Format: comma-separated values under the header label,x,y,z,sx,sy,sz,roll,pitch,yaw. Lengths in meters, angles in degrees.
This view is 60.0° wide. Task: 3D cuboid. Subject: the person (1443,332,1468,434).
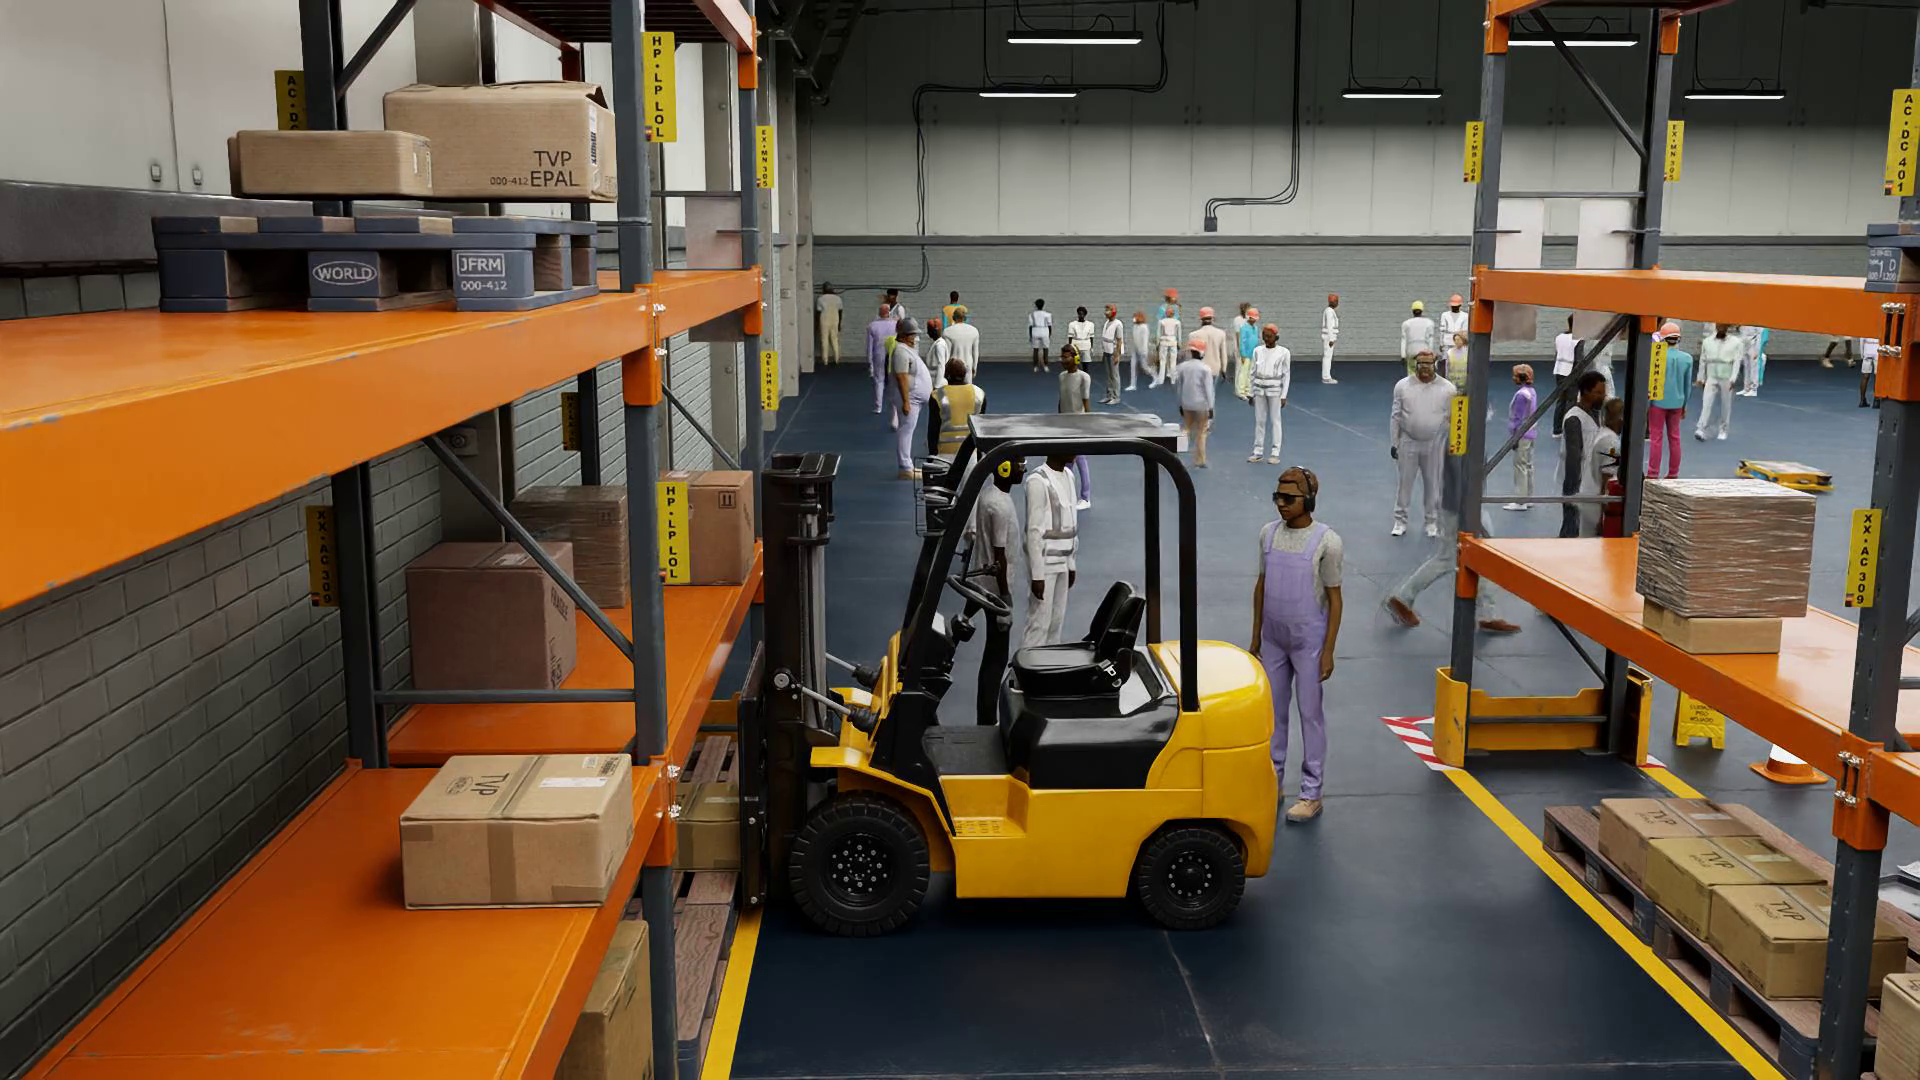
label,x,y,z,sx,sy,sz,roll,pitch,yaw
person,7.800,-2.442,25.904,0.529,1.597,0.850,9,13,40

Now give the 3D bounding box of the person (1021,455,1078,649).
label,x,y,z,sx,sy,sz,roll,pitch,yaw
person,0.580,0.170,10.588,0.349,1.877,0.576,5,11,26

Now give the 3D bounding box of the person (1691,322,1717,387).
label,x,y,z,sx,sy,sz,roll,pitch,yaw
person,15.496,-4.100,34.283,0.674,1.904,0.675,3,10,14

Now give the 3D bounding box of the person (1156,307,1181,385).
label,x,y,z,sx,sy,sz,roll,pitch,yaw
person,4.370,-4.063,34.836,0.523,1.632,0.314,0,10,-2

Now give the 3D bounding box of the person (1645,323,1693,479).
label,x,y,z,sx,sy,sz,roll,pitch,yaw
person,8.692,-1.672,20.501,0.622,1.993,0.383,-2,10,-10

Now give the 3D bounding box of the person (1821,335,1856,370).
label,x,y,z,sx,sy,sz,roll,pitch,yaw
person,20.789,-5.004,39.146,0.672,1.968,1.083,-2,10,-12

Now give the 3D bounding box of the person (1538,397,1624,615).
label,x,y,z,sx,sy,sz,roll,pitch,yaw
person,5.015,-0.225,13.047,0.809,1.785,0.523,1,10,3

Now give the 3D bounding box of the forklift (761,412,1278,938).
label,x,y,z,sx,sy,sz,roll,pitch,yaw
forklift,0.291,0.548,7.580,2.313,2.155,1.214,0,10,-2

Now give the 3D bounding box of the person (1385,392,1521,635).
label,x,y,z,sx,sy,sz,roll,pitch,yaw
person,3.794,-0.227,12.725,0.966,1.905,0.643,4,11,23

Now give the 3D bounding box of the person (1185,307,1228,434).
label,x,y,z,sx,sy,sz,roll,pitch,yaw
person,3.816,-2.668,26.142,0.639,1.960,0.879,-2,10,-13

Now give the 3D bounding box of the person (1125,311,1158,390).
label,x,y,z,sx,sy,sz,roll,pitch,yaw
person,3.689,-3.832,33.618,0.671,1.607,0.514,-6,12,-29

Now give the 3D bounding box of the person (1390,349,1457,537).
label,x,y,z,sx,sy,sz,roll,pitch,yaw
person,4.687,-0.979,16.885,0.638,1.910,0.407,3,11,15

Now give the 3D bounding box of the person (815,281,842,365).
label,x,y,z,sx,sy,sz,roll,pitch,yaw
person,-3.238,-5.295,40.557,0.688,2.000,0.536,-6,12,-31

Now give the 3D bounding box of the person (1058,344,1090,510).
label,x,y,z,sx,sy,sz,roll,pitch,yaw
person,1.263,-1.265,18.633,0.328,1.861,0.505,-8,13,-39

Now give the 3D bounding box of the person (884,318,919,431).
label,x,y,z,sx,sy,sz,roll,pitch,yaw
person,-0.926,-2.630,26.441,0.574,1.791,0.999,5,11,26

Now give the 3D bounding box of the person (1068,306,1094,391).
label,x,y,z,sx,sy,sz,roll,pitch,yaw
person,2.434,-3.842,33.421,0.537,1.696,0.321,-1,10,-5

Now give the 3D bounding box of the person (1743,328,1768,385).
label,x,y,z,sx,sy,sz,roll,pitch,yaw
person,16.594,-4.116,34.576,0.355,1.834,0.523,8,13,39

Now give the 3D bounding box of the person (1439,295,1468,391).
label,x,y,z,sx,sy,sz,roll,pitch,yaw
person,9.892,-3.941,33.330,0.543,1.928,0.374,3,11,15

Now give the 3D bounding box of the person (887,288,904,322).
label,x,y,z,sx,sy,sz,roll,pitch,yaw
person,-1.476,-4.582,36.793,0.363,1.965,0.610,-8,13,-38

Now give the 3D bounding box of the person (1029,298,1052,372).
label,x,y,z,sx,sy,sz,roll,pitch,yaw
person,1.844,-4.683,38.106,0.540,1.696,0.317,2,10,10

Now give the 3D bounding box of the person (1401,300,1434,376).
label,x,y,z,sx,sy,sz,roll,pitch,yaw
person,8.478,-3.492,30.892,0.580,1.902,0.680,3,10,14

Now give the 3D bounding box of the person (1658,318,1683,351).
label,x,y,z,sx,sy,sz,roll,pitch,yaw
person,16.444,-4.946,38.611,0.682,2.000,0.537,-5,11,-25

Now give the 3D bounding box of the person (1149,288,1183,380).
label,x,y,z,sx,sy,sz,roll,pitch,yaw
person,4.497,-4.502,36.272,1.006,1.998,0.617,10,14,43

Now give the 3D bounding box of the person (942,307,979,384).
label,x,y,z,sx,sy,sz,roll,pitch,yaw
person,-0.003,-2.783,26.848,0.629,1.940,0.372,-5,11,-24

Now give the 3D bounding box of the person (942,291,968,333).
label,x,y,z,sx,sy,sz,roll,pitch,yaw
person,-0.110,-4.440,36.138,0.597,1.916,0.370,-4,11,-22

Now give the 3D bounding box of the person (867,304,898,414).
label,x,y,z,sx,sy,sz,roll,pitch,yaw
person,-1.301,-3.149,28.975,0.638,1.910,0.407,0,10,-2

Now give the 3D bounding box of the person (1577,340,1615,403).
label,x,y,z,sx,sy,sz,roll,pitch,yaw
person,10.918,-2.944,28.405,0.843,1.704,0.486,4,11,21

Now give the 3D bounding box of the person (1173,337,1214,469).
label,x,y,z,sx,sy,sz,roll,pitch,yaw
person,3.070,-1.784,21.835,0.542,1.740,0.579,-8,13,-38

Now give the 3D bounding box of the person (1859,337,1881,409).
label,x,y,z,sx,sy,sz,roll,pitch,yaw
person,16.458,-3.330,29.892,0.361,1.939,0.543,-6,12,-29

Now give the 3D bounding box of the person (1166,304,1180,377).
label,x,y,z,sx,sy,sz,roll,pitch,yaw
person,4.728,-4.422,36.858,0.280,1.627,0.498,3,11,16

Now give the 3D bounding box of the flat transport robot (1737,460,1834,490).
label,x,y,z,sx,sy,sz,roll,pitch,yaw
flat transport robot,10.143,-0.802,20.461,0.652,0.197,1.431,1,10,7

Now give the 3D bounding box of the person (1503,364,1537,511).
label,x,y,z,sx,sy,sz,roll,pitch,yaw
person,6.273,-1.140,18.559,0.315,1.632,0.522,6,12,31

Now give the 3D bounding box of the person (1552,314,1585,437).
label,x,y,z,sx,sy,sz,roll,pitch,yaw
person,9.242,-2.484,25.278,0.385,1.910,0.595,-3,11,-16

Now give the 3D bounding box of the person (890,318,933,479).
label,x,y,z,sx,sy,sz,roll,pitch,yaw
person,-0.617,-1.801,21.096,0.538,2.000,0.687,0,10,2

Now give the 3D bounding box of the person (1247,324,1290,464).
label,x,y,z,sx,sy,sz,roll,pitch,yaw
person,4.165,-1.970,22.477,0.576,1.882,0.355,8,13,36

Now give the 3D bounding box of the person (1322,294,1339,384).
label,x,y,z,sx,sy,sz,roll,pitch,yaw
person,7.840,-4.259,35.217,0.356,1.887,0.572,1,10,8

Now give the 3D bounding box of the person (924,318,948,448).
label,x,y,z,sx,sy,sz,roll,pitch,yaw
person,-0.339,-2.275,24.168,0.356,1.887,0.574,-1,10,-5

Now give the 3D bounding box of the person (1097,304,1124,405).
label,x,y,z,sx,sy,sz,roll,pitch,yaw
person,2.803,-3.409,30.591,0.390,1.847,0.563,-4,11,-22

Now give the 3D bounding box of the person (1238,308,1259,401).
label,x,y,z,sx,sy,sz,roll,pitch,yaw
person,5.463,-3.494,31.354,0.344,1.741,0.561,8,13,38

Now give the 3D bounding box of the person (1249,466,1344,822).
label,x,y,z,sx,sy,sz,roll,pitch,yaw
person,1.726,0.531,8.644,0.335,1.845,0.513,-10,14,-43

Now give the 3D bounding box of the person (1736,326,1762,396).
label,x,y,z,sx,sy,sz,roll,pitch,yaw
person,15.375,-3.674,32.359,0.313,1.741,0.516,0,10,-2

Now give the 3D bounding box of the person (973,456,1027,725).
label,x,y,z,sx,sy,sz,roll,pitch,yaw
person,0.243,0.317,9.816,0.328,1.861,0.503,-1,10,-6

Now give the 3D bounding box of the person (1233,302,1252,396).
label,x,y,z,sx,sy,sz,roll,pitch,yaw
person,5.492,-3.679,32.132,0.528,1.830,0.439,-10,14,-44

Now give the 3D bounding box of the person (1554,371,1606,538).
label,x,y,z,sx,sy,sz,roll,pitch,yaw
person,5.220,-0.471,14.029,0.371,1.915,0.598,7,12,34

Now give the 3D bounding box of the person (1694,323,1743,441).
label,x,y,z,sx,sy,sz,roll,pitch,yaw
person,11.392,-2.410,24.992,0.589,1.863,0.998,8,13,37

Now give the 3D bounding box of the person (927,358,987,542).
label,x,y,z,sx,sy,sz,roll,pitch,yaw
person,-0.047,-0.887,16.560,0.622,1.845,0.429,-4,11,-23
